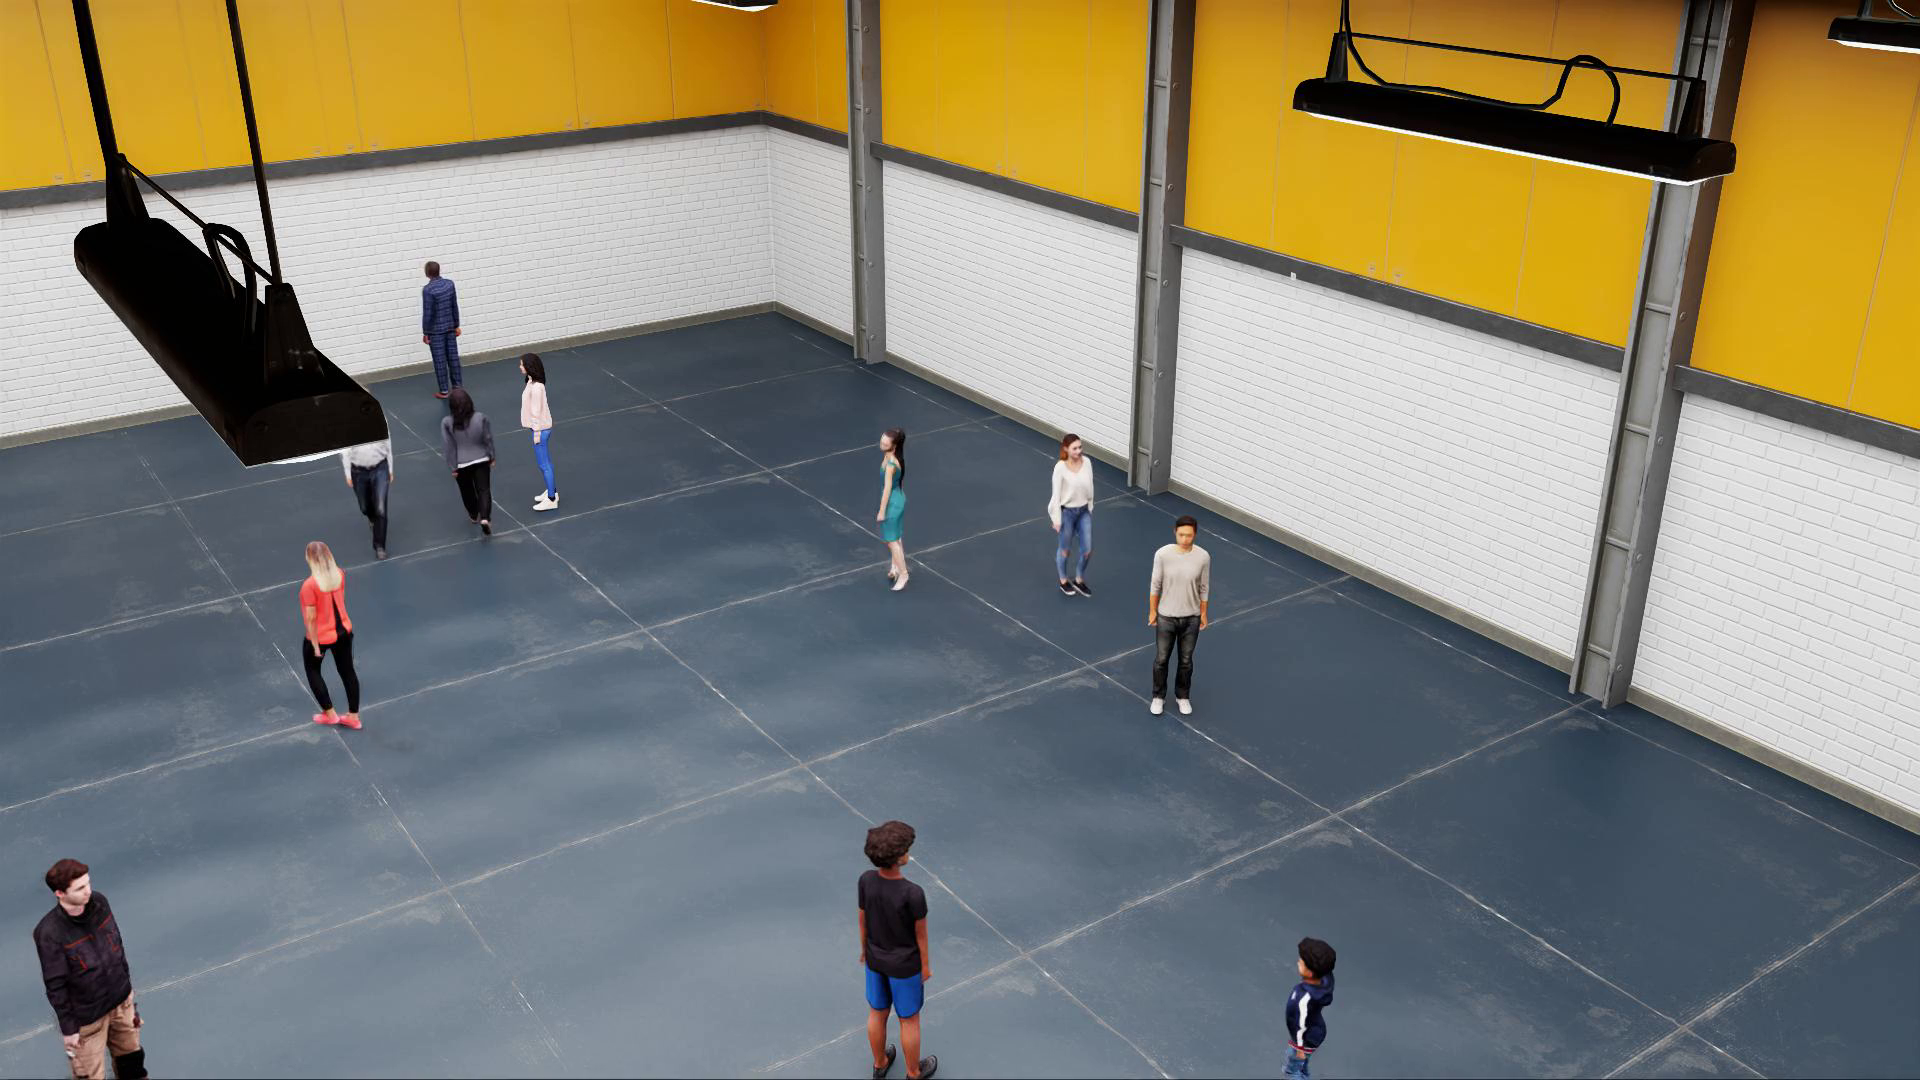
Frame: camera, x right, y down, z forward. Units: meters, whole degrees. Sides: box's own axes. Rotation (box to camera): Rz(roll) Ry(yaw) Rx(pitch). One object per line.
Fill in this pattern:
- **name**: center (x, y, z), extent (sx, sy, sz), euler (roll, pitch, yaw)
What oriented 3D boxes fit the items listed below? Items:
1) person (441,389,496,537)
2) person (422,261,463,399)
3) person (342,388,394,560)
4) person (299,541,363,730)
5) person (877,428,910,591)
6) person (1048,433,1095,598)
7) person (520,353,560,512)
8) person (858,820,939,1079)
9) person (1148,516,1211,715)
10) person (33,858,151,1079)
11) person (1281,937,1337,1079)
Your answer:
- **person**: center (-5.185, -0.812, 17.614), extent (0.838, 1.580, 1.093), euler (-8, 25, -17)
- **person**: center (-6.793, -2.765, 21.778), extent (0.715, 1.823, 0.766), euler (19, 30, 37)
- **person**: center (-6.091, -0.734, 17.170), extent (0.847, 1.794, 1.136), euler (-7, 25, -16)
- **person**: center (-5.139, 0.821, 13.757), extent (0.780, 1.676, 0.725), euler (13, 27, 27)
- **person**: center (-0.660, -0.347, 16.438), extent (0.756, 1.670, 0.691), euler (10, 26, 22)
- **person**: center (1.052, -0.264, 16.236), extent (0.710, 1.680, 0.680), euler (-10, 26, -22)
- **person**: center (-4.609, -1.206, 18.281), extent (0.777, 1.767, 0.624), euler (-5, 24, -12)
- **person**: center (-0.395, 2.469, 9.840), extent (0.660, 1.794, 0.759), euler (11, 26, 23)
- **person**: center (1.844, 0.613, 14.070), extent (0.737, 1.807, 0.758), euler (1, 24, 1)
- **person**: center (-4.867, 2.615, 9.347), extent (0.834, 1.923, 0.811), euler (8, 25, 18)
- **person**: center (2.056, 2.856, 9.680), extent (0.683, 1.214, 0.621), euler (14, 27, 29)
